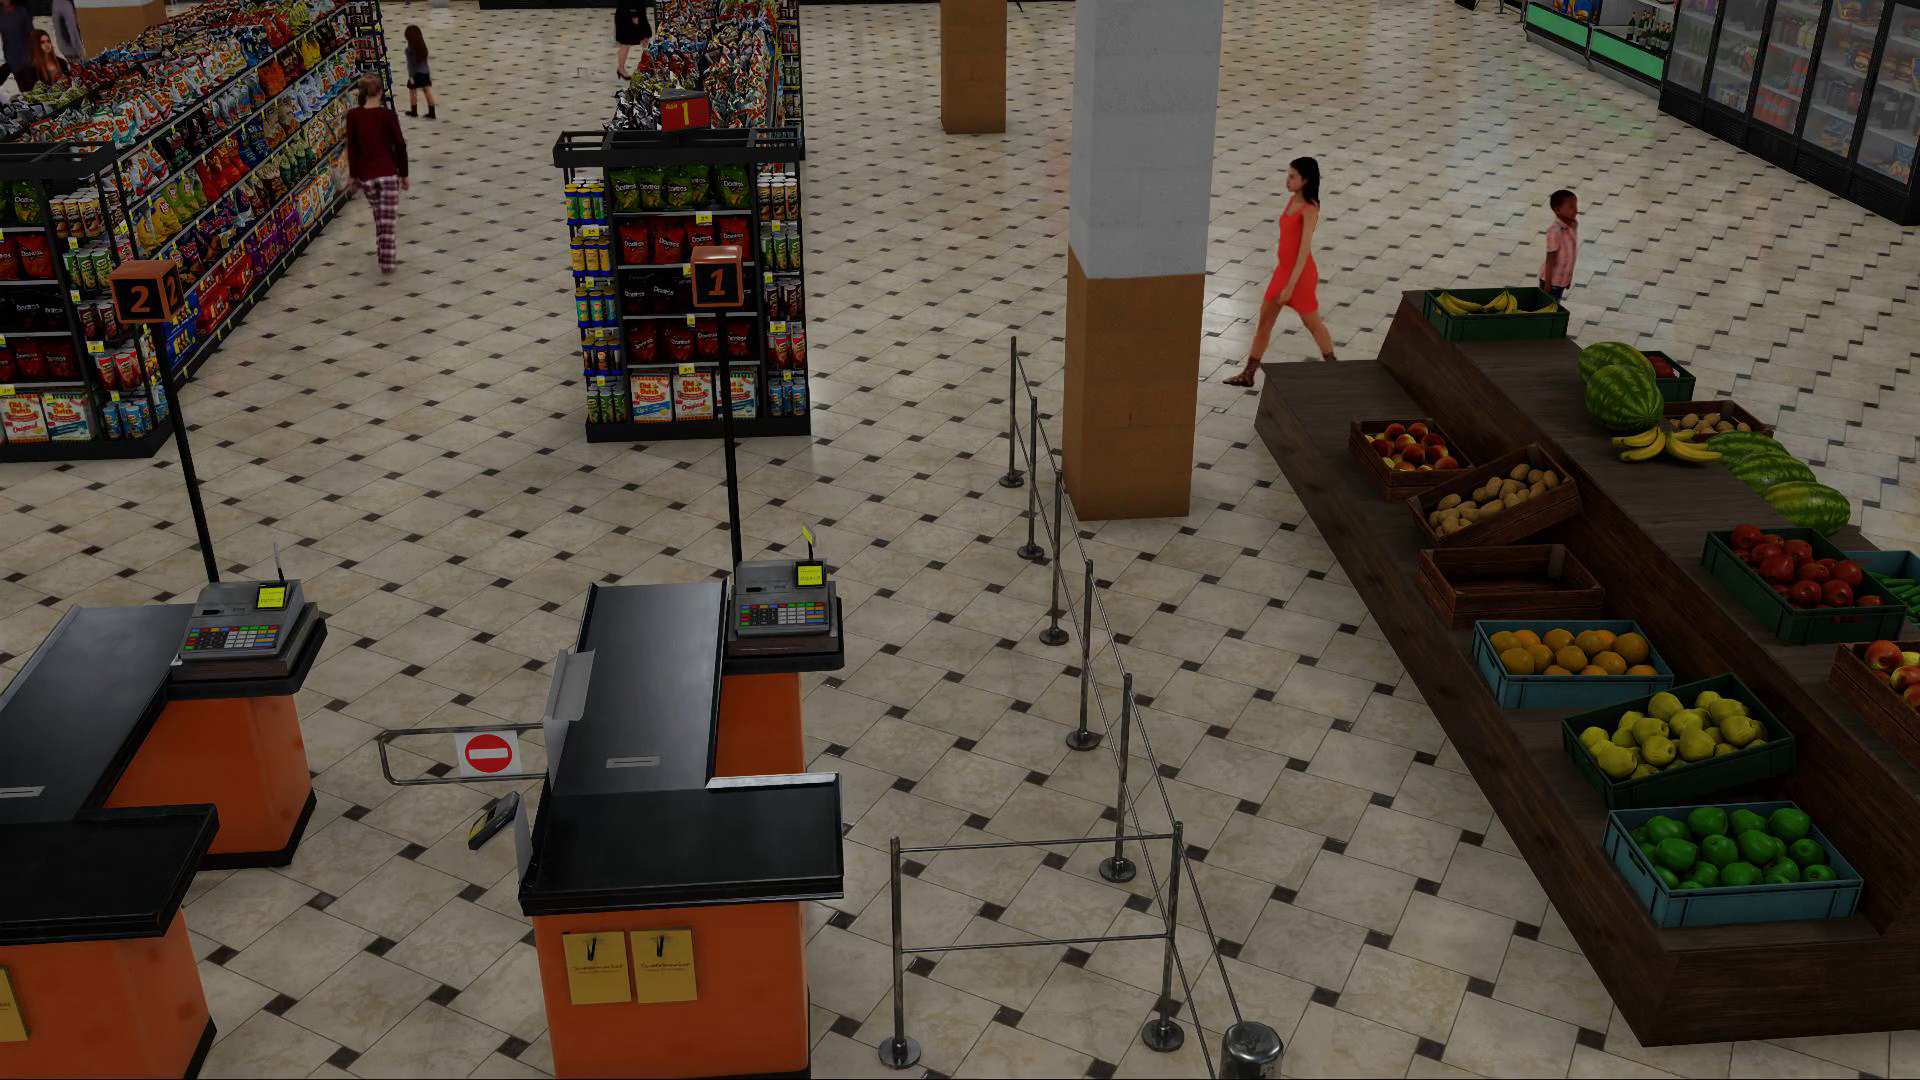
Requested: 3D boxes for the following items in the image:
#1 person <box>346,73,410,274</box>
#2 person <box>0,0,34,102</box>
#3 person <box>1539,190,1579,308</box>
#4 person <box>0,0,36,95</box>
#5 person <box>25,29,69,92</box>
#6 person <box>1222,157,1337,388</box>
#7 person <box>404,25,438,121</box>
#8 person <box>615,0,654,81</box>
[{"bbox_3d":[-5.050,-3.132,14.361,0.663,1.673,0.762,0,27,-1],"label":"person"},{"bbox_3d":[-11.667,-6.174,20.437,0.796,1.603,1.093,-7,28,-14],"label":"person"},{"bbox_3d":[4.465,-1.985,12.504,0.642,1.306,0.589,24,35,38],"label":"person"},{"bbox_3d":[-10.798,-5.597,19.196,0.684,1.696,0.625,0,27,0],"label":"person"},{"bbox_3d":[-8.858,-4.157,16.354,0.732,1.698,0.654,17,31,30],"label":"person"},{"bbox_3d":[2.472,-1.850,11.837,0.829,1.669,1.133,-8,28,-15],"label":"person"},{"bbox_3d":[-6.388,-5.538,19.748,0.723,1.091,0.679,16,31,28],"label":"person"},{"bbox_3d":[-4.345,-6.789,21.607,0.947,1.641,1.006,5,27,11],"label":"person"}]
